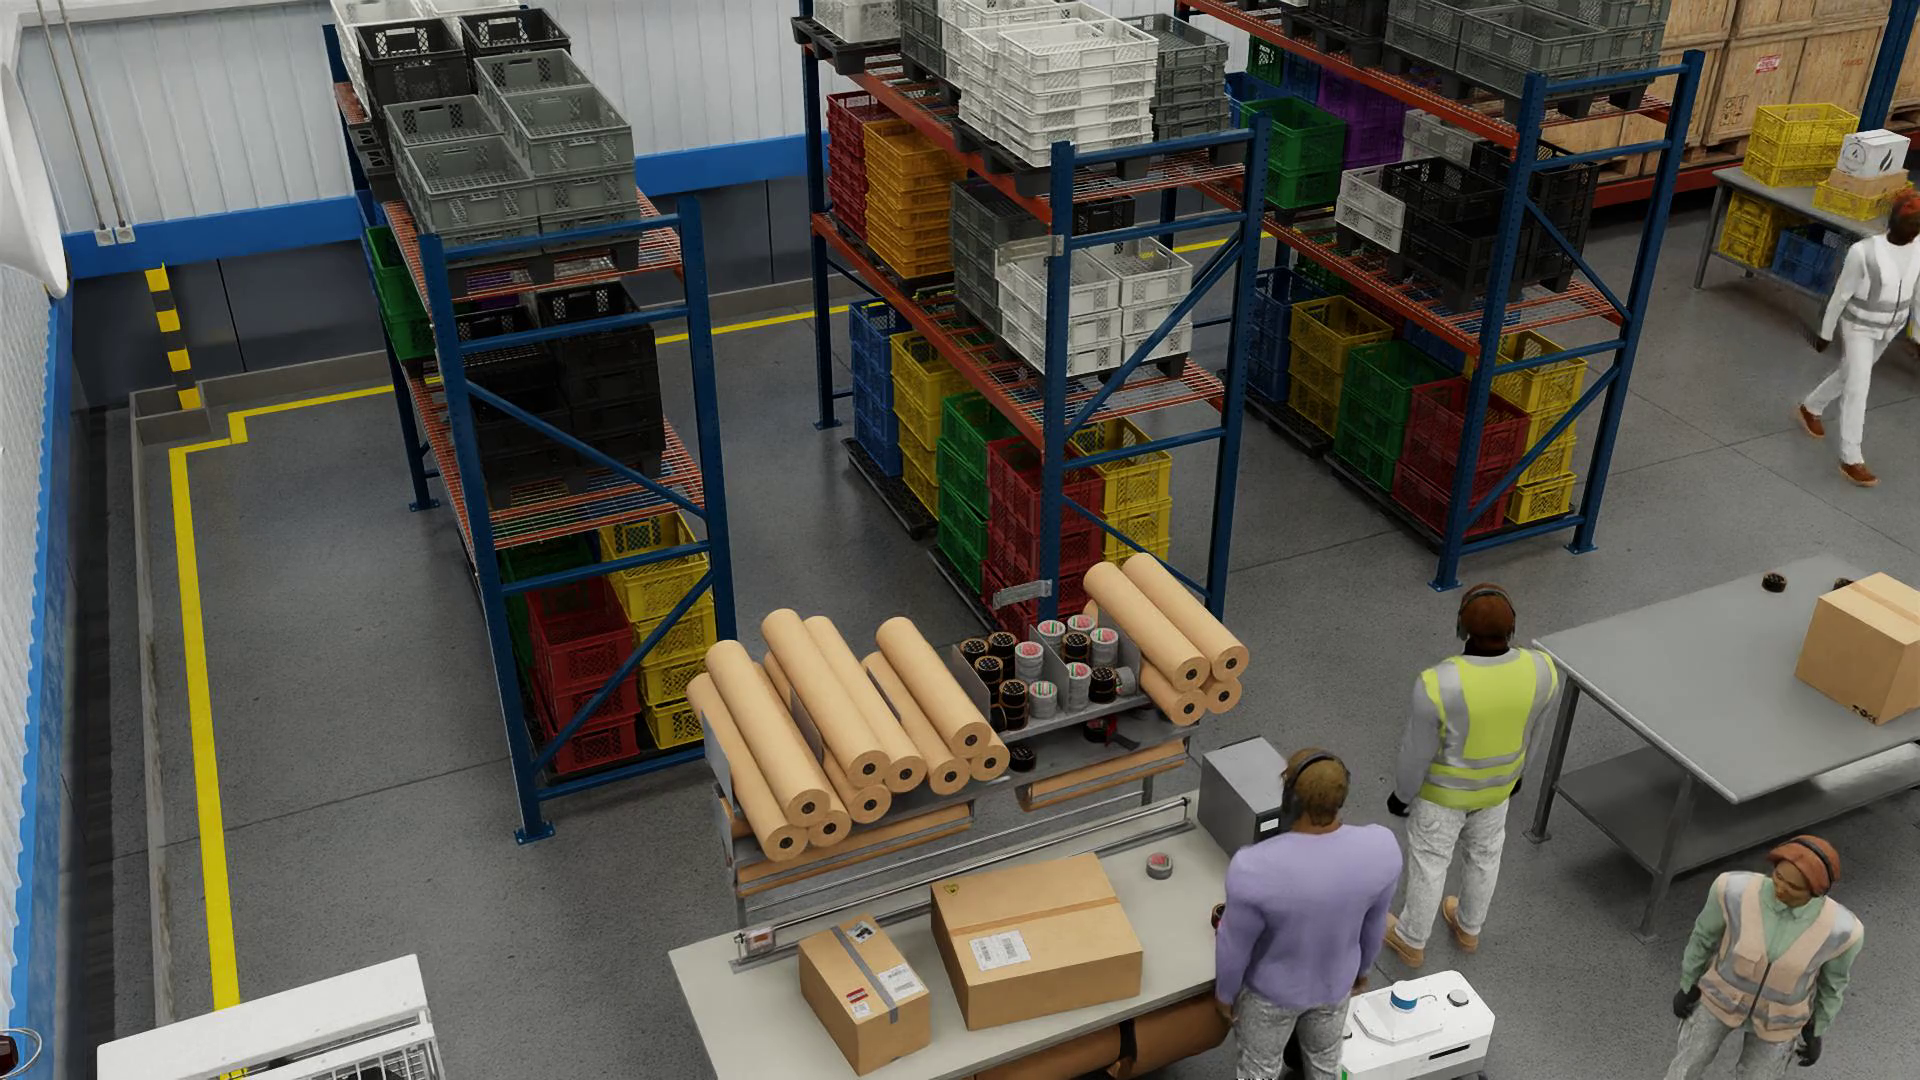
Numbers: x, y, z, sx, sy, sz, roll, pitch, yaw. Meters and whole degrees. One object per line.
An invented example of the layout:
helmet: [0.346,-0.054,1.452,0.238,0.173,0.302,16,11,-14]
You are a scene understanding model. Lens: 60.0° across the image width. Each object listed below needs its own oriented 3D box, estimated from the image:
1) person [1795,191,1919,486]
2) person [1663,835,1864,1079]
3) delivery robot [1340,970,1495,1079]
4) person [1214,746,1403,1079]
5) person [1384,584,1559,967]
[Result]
person: [5.839,-1.364,10.677,0.572,1.847,0.965,-7,32,-11]
person: [2.814,1.678,5.925,0.514,1.637,0.314,17,35,25]
delivery robot: [1.702,1.921,6.470,0.707,0.478,0.477,-10,33,-16]
person: [1.189,1.542,5.875,0.626,1.931,0.383,-7,32,-11]
person: [2.058,0.985,6.863,0.619,1.839,0.430,-8,32,-12]
